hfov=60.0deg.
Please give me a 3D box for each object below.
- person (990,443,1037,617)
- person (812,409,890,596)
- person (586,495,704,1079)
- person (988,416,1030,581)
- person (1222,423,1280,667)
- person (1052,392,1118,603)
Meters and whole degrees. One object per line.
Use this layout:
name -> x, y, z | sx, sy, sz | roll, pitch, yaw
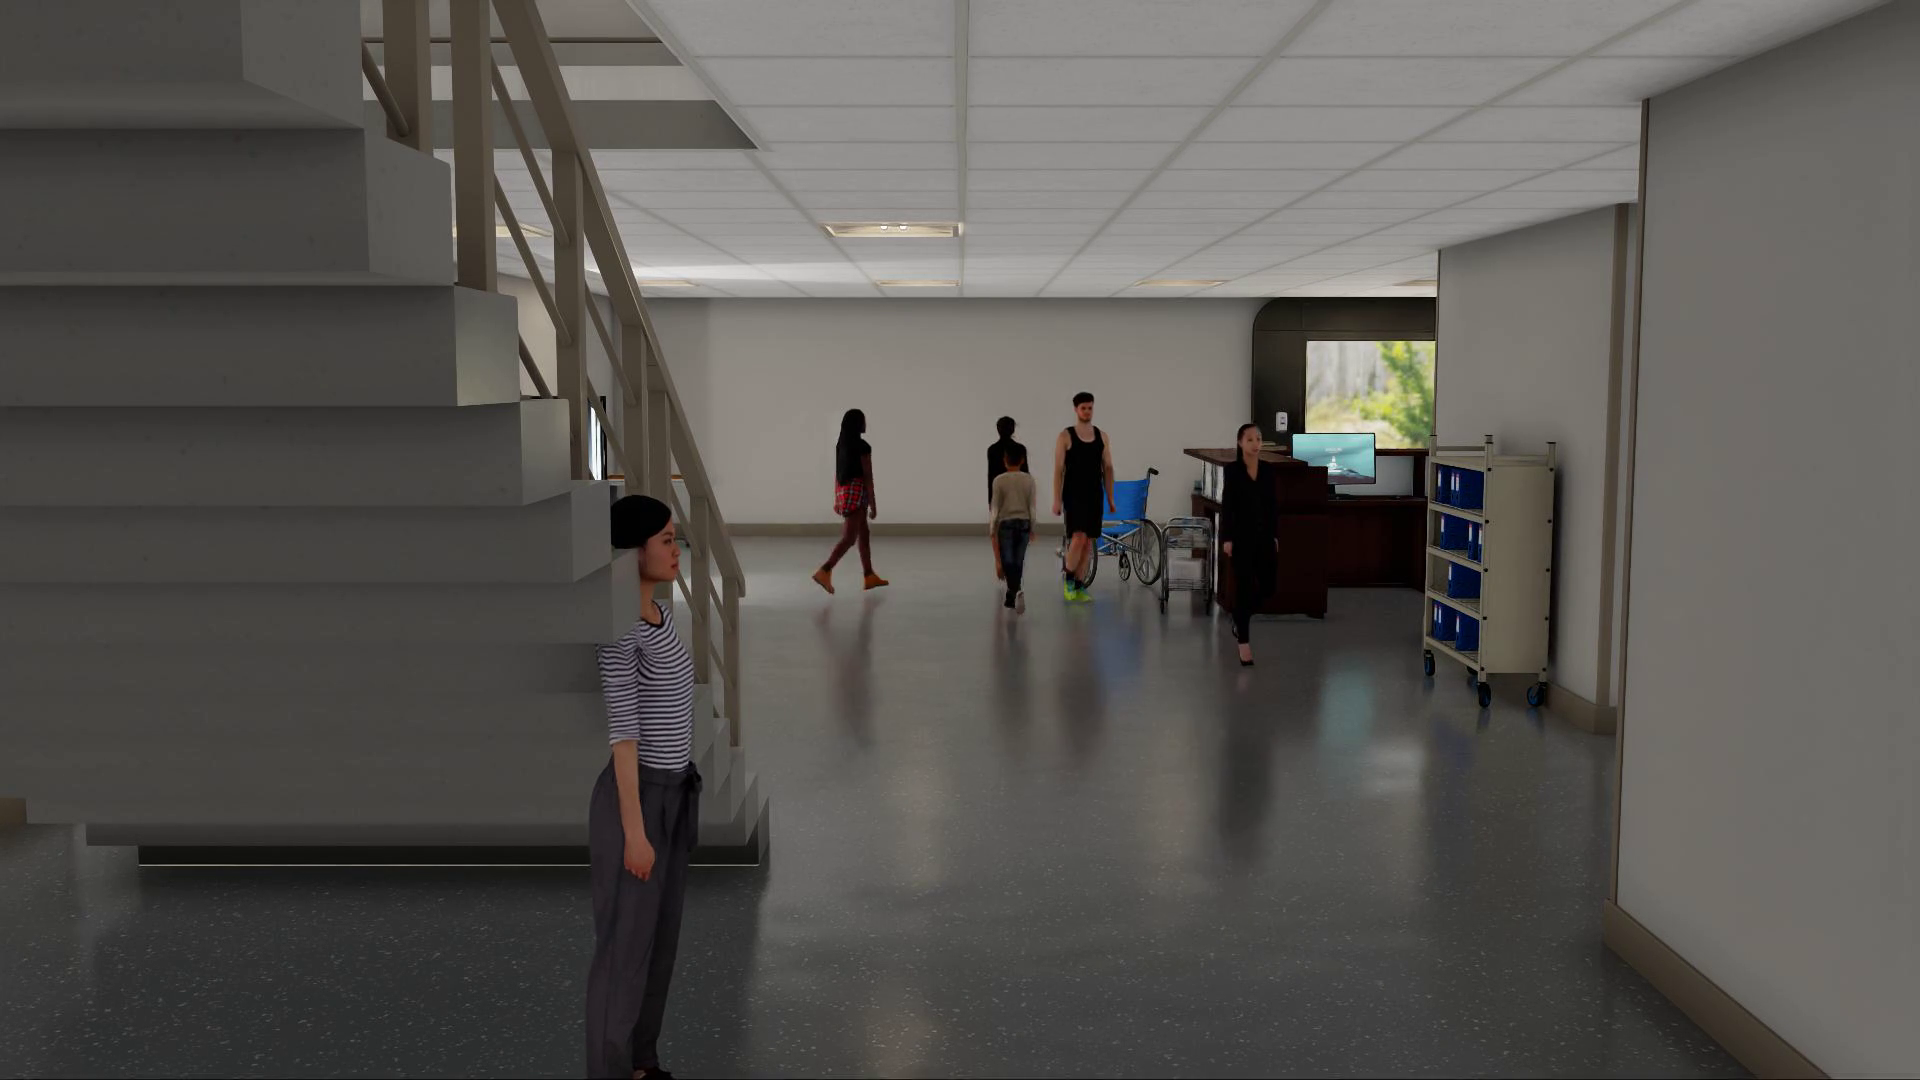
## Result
person -> 0.470, -0.067, 13.986 | 0.737, 1.440, 1.027 | -2, 6, -18
person -> -1.039, -0.315, 15.216 | 1.164, 1.686, 1.153 | -5, 8, -40
person -> -0.881, 0.739, 4.506 | 0.680, 1.732, 0.486 | 1, 6, 6
person -> 0.475, -0.338, 15.850 | 0.612, 1.604, 0.991 | 0, 6, 3
person -> 2.008, 0.033, 11.694 | 0.714, 1.699, 0.802 | -2, 6, -19
person -> 1.064, -0.374, 14.859 | 0.761, 1.876, 0.759 | -2, 6, -22
